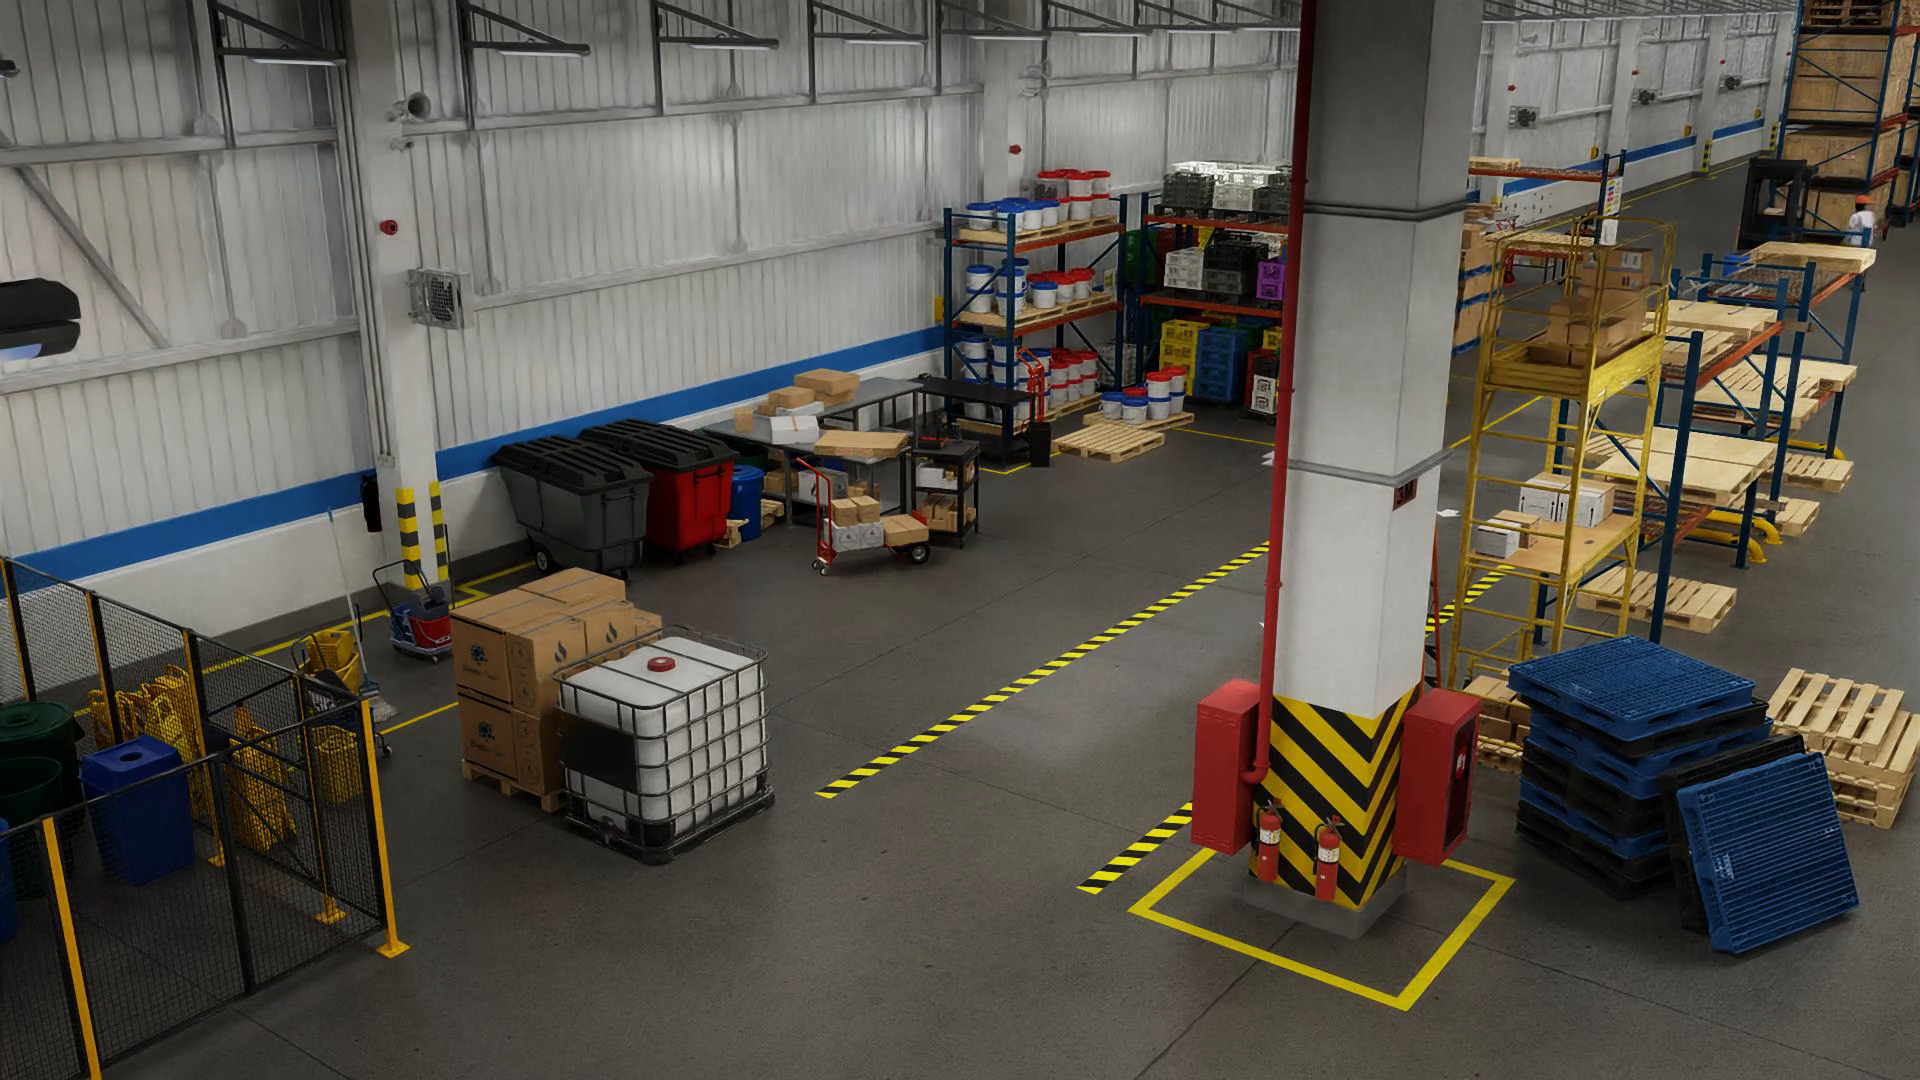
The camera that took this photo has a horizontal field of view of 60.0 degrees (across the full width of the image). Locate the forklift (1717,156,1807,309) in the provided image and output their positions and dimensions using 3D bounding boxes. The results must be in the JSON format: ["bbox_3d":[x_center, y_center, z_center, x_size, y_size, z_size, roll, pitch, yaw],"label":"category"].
[{"bbox_3d":[15.199,-5.780,31.309,1.129,2.768,1.873,13,22,34],"label":"forklift"}]

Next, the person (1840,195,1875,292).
[{"bbox_3d":[18.005,-5.996,33.540,0.570,1.886,0.984,-8,20,-22],"label":"person"}]
